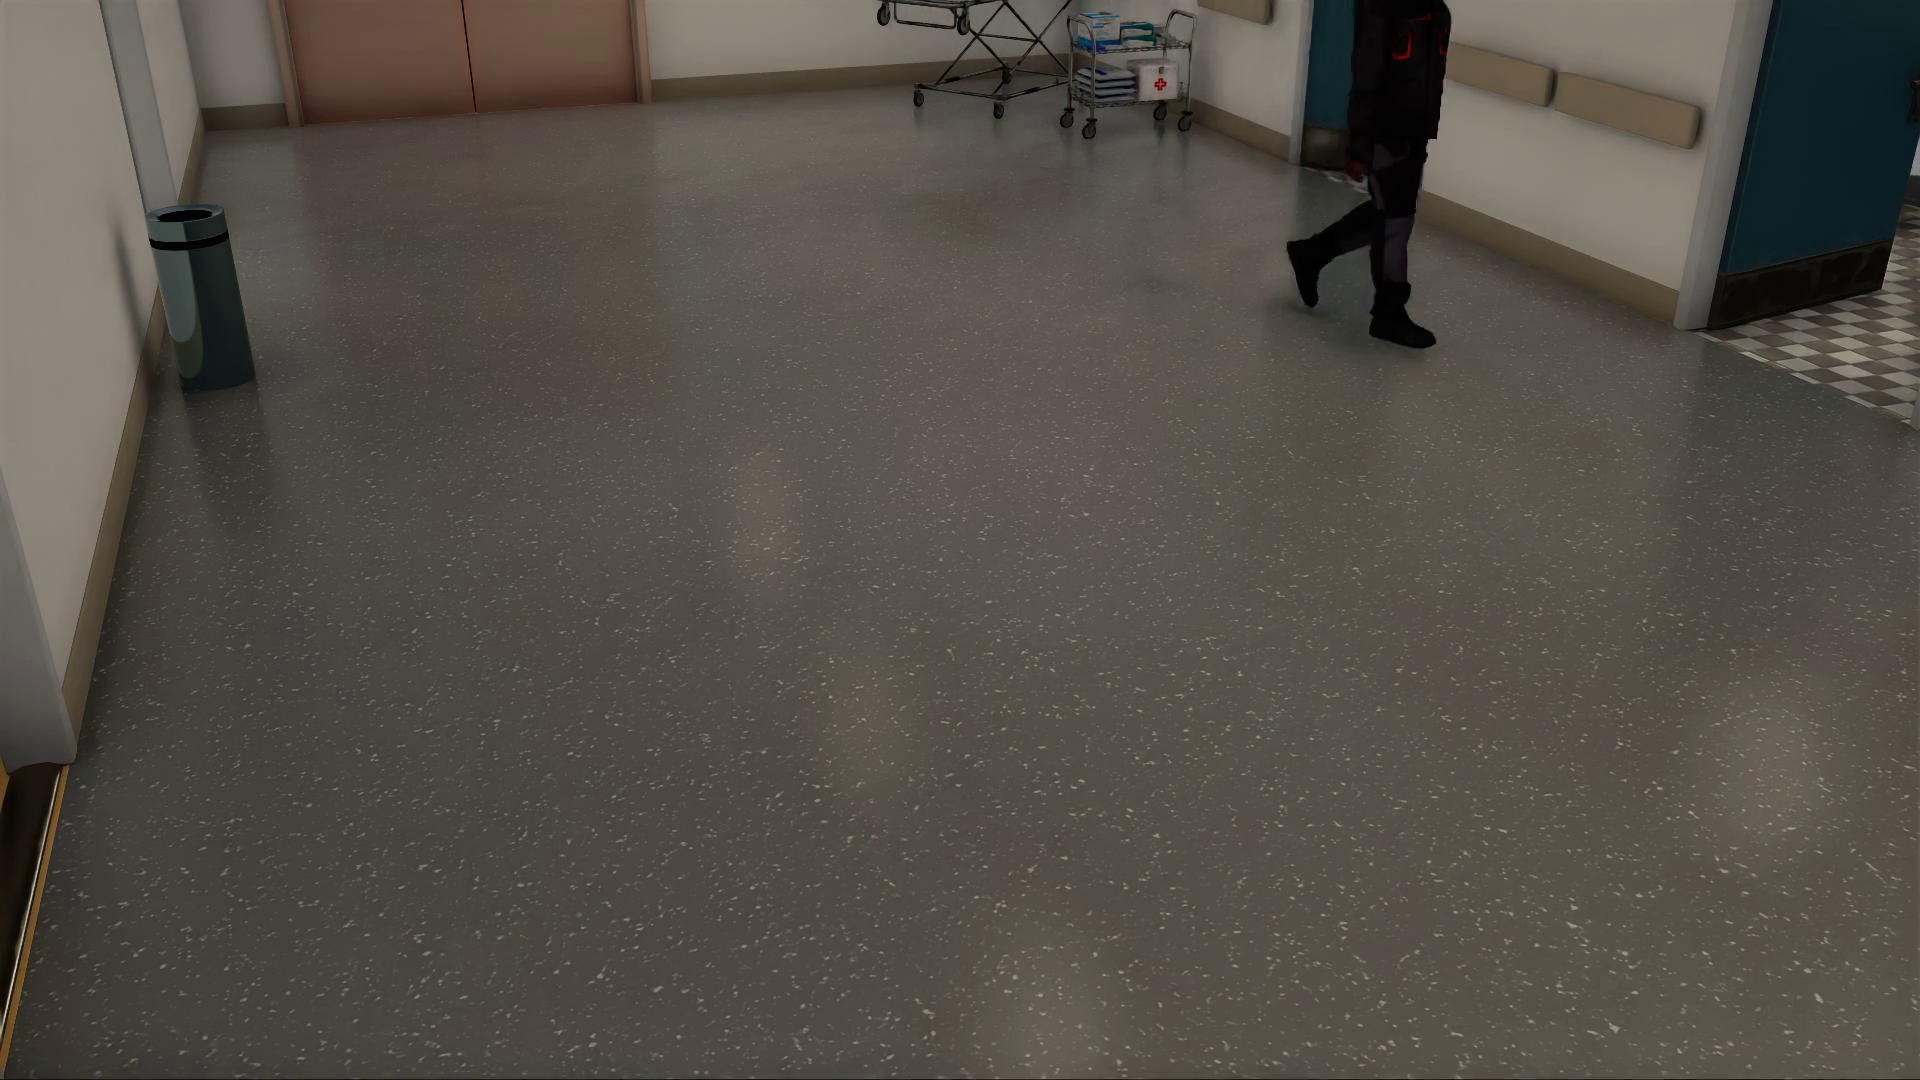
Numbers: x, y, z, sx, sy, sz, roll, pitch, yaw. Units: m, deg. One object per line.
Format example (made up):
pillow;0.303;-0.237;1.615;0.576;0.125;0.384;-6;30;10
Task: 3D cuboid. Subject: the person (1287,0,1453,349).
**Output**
person;1.809;-1.791;7.301;0.993;1.791;1.225;-23;34;-39
